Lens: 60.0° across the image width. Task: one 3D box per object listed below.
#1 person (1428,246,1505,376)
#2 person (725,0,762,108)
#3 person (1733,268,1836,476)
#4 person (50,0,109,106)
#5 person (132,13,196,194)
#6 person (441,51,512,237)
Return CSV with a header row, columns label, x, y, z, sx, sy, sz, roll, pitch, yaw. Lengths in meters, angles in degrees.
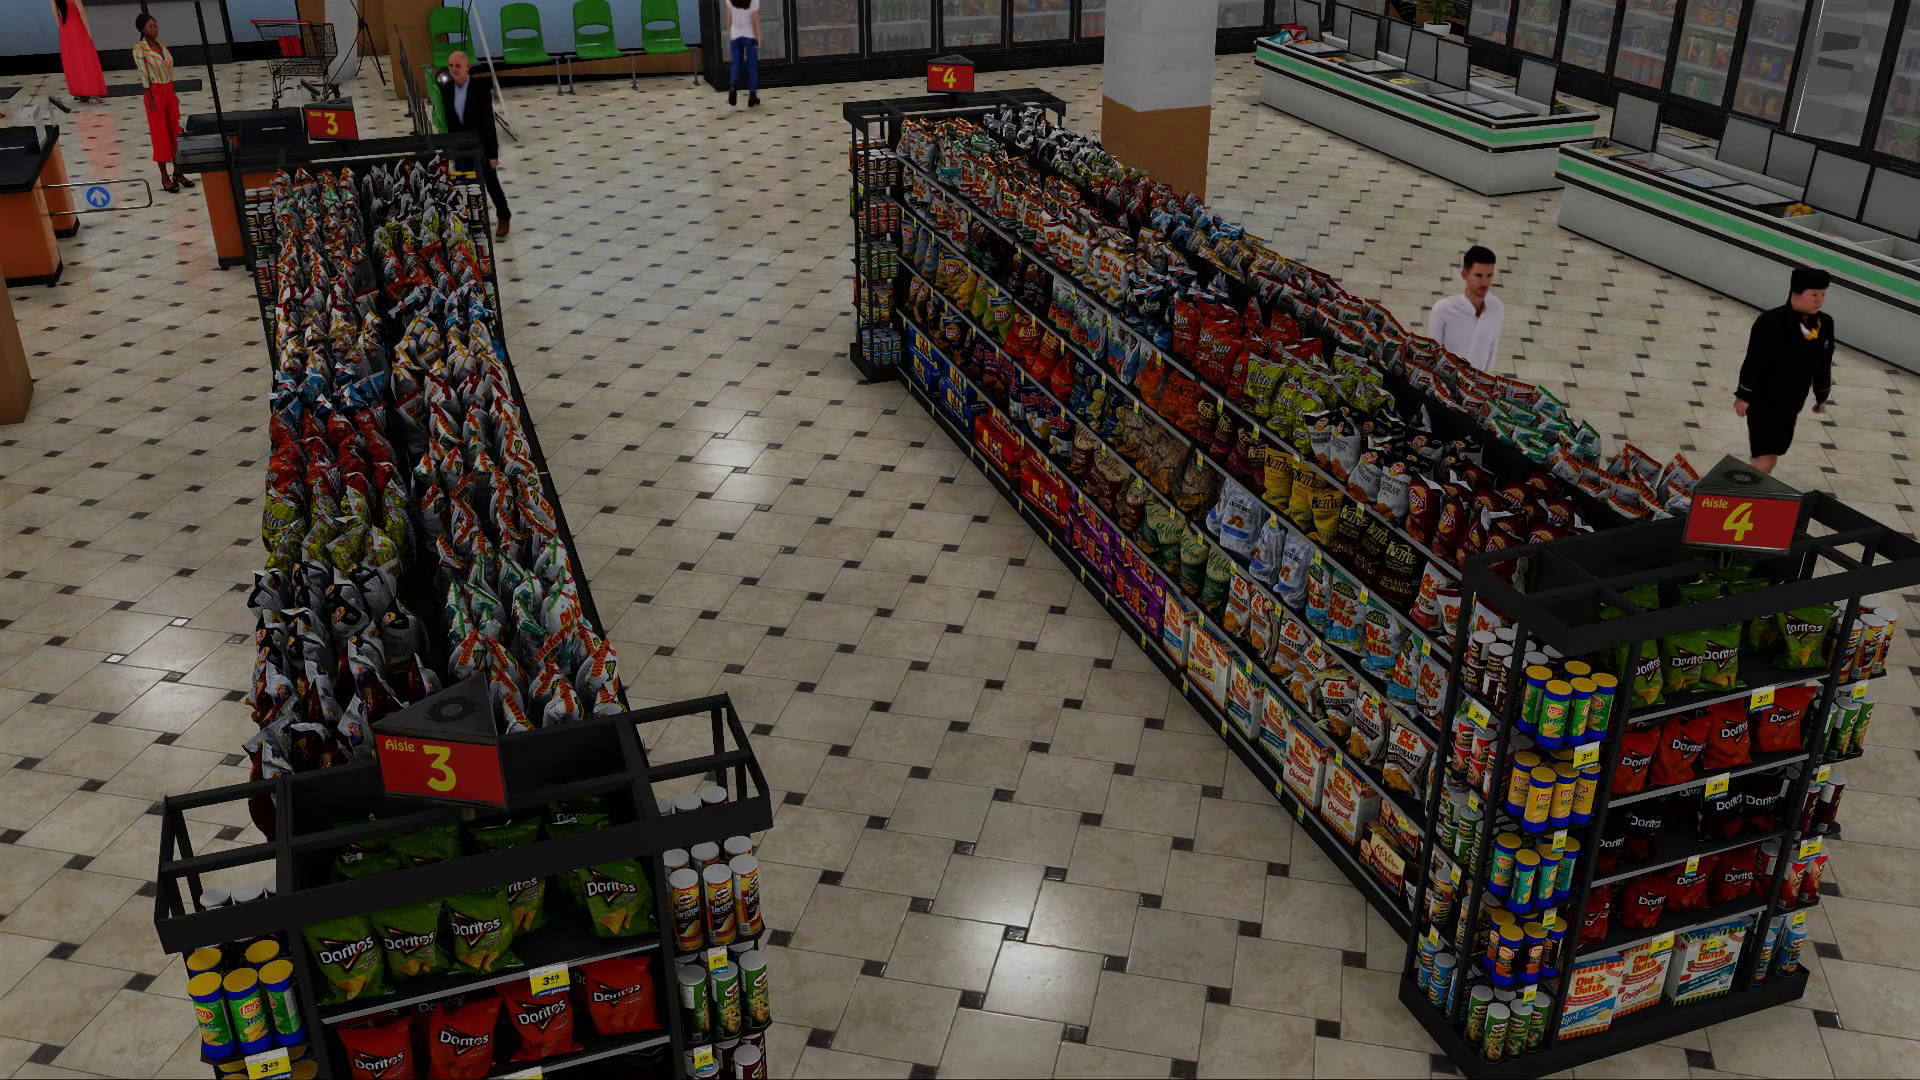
label,x,y,z,sx,sy,sz,roll,pitch,yaw
person,2.946,-0.912,10.047,0.848,1.813,1.195,-1,27,-1
person,-2.697,-6.141,20.517,0.890,1.670,1.005,7,28,13
person,4.926,-0.870,10.126,0.752,1.666,0.695,-6,27,-12
person,-11.118,-6.354,20.873,0.711,1.726,0.728,5,27,9
person,-8.245,-4.513,17.171,0.746,1.792,0.664,9,28,17
person,-4.473,-3.634,15.472,1.070,1.761,1.289,4,27,8
